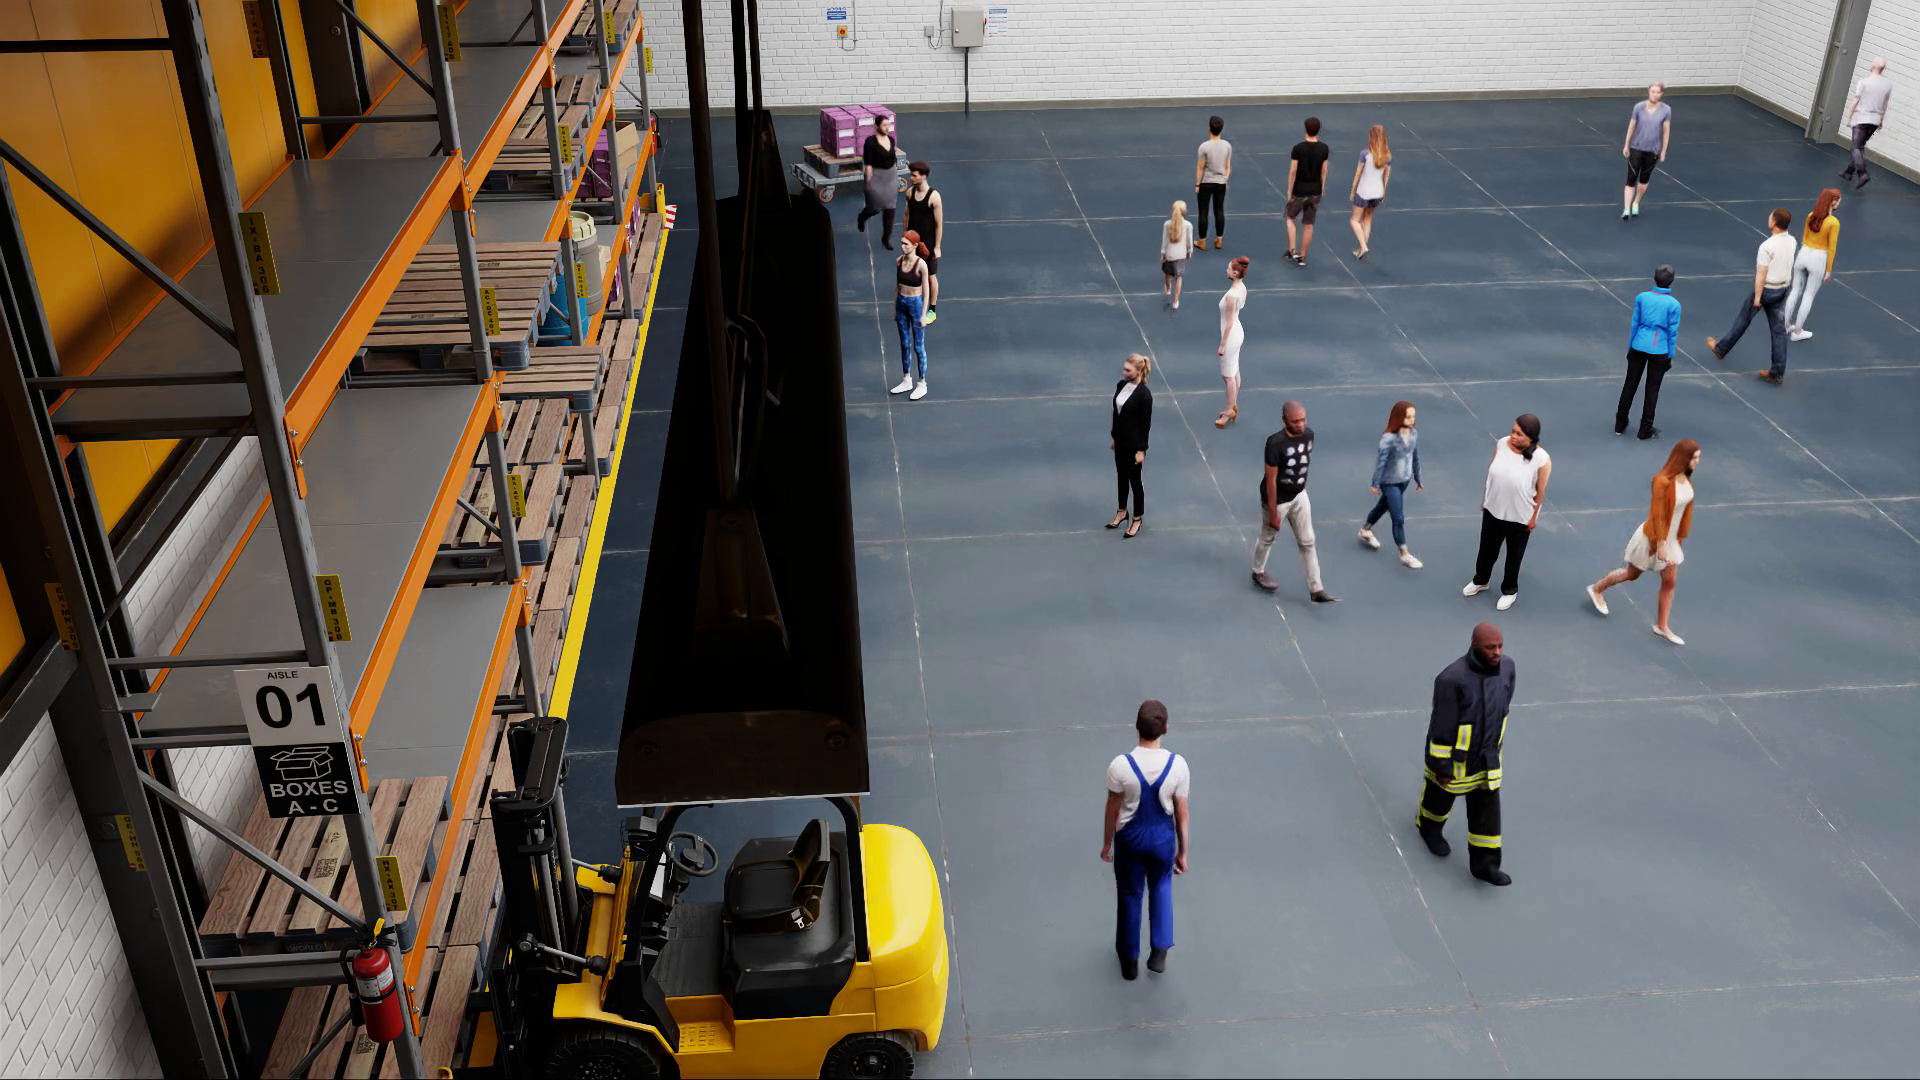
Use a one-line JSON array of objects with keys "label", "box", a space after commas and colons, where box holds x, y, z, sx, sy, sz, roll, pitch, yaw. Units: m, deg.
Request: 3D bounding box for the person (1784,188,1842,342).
[{"label": "person", "box": [9.517, -3.081, 18.588, 0.735, 1.753, 0.639, -15, 32, -26]}]

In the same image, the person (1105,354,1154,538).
[{"label": "person", "box": [1.493, -0.833, 14.518, 0.747, 1.706, 0.636, -19, 34, -30]}]

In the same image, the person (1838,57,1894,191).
[{"label": "person", "box": [12.983, -5.926, 23.751, 0.667, 1.804, 1.145, -2, 29, -4]}]

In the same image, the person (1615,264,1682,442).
[{"label": "person", "box": [6.743, -1.841, 16.280, 0.685, 1.787, 0.754, 24, 37, 37]}]

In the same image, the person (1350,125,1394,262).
[{"label": "person", "box": [5.167, -4.297, 20.876, 0.691, 1.699, 0.800, -7, 29, -12]}]

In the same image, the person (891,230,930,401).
[{"label": "person", "box": [-0.507, -2.335, 17.188, 0.687, 1.785, 0.744, 20, 35, 32]}]

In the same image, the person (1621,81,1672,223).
[{"label": "person", "box": [9.260, -5.259, 22.489, 1.018, 1.842, 1.275, 10, 30, 18]}]

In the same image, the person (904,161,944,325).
[{"label": "person", "box": [-0.429, -3.432, 19.088, 0.760, 1.892, 0.803, 19, 34, 31]}]

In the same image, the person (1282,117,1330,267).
[{"label": "person", "box": [4.348, -4.321, 20.760, 0.663, 1.851, 0.578, -3, 29, -5]}]

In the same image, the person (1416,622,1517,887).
[{"label": "person", "box": [3.164, 1.254, 10.600, 0.891, 1.792, 1.132, -8, 30, -15]}]

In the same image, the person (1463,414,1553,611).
[{"label": "person", "box": [4.458, -0.255, 13.477, 0.821, 1.687, 0.728, -21, 35, -33]}]

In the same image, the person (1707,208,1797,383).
[{"label": "person", "box": [8.627, -2.548, 17.565, 0.906, 1.797, 1.326, -10, 30, -18]}]

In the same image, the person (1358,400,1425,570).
[{"label": "person", "box": [3.665, -0.521, 14.219, 0.900, 1.444, 1.070, -19, 34, -31]}]

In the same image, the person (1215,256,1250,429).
[{"label": "person", "box": [2.703, -1.968, 16.508, 0.689, 1.793, 0.556, 11, 30, 19]}]

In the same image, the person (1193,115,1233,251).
[{"label": "person", "box": [3.245, -4.604, 21.412, 0.623, 1.723, 0.542, -5, 29, -9]}]

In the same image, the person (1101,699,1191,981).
[{"label": "person", "box": [1.065, 1.806, 9.545, 0.664, 1.835, 0.748, -1, 29, -2]}]

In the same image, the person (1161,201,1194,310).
[{"label": "person", "box": [2.543, -3.341, 19.596, 0.664, 1.245, 0.908, 5, 29, 8]}]

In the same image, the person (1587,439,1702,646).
[{"label": "person", "box": [5.401, -0.042, 13.088, 0.906, 1.685, 1.158, -16, 32, -27]}]

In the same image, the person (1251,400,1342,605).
[{"label": "person", "box": [2.578, -0.347, 13.567, 1.013, 1.763, 1.244, -18, 33, -30]}]

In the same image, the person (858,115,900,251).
[{"label": "person", "box": [-1.077, -4.601, 21.386, 0.922, 1.744, 1.030, -21, 35, -33]}]
